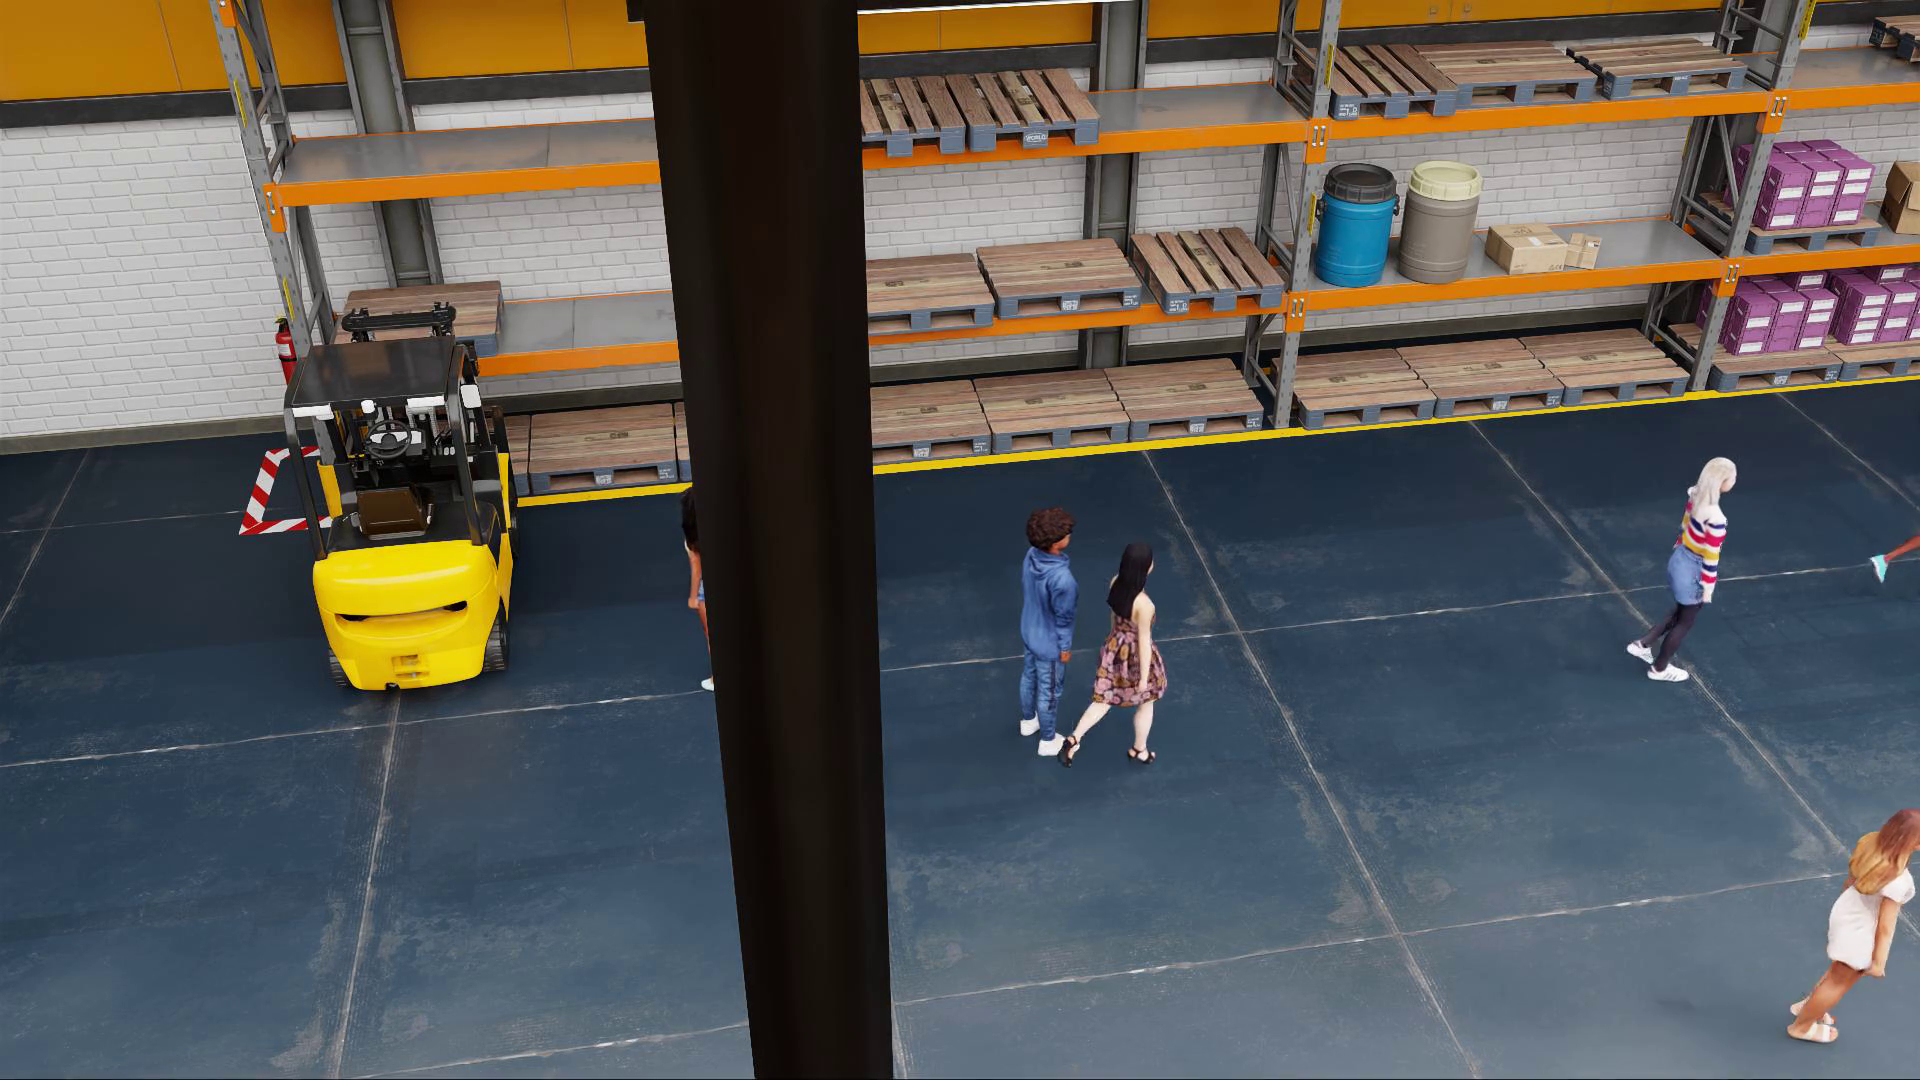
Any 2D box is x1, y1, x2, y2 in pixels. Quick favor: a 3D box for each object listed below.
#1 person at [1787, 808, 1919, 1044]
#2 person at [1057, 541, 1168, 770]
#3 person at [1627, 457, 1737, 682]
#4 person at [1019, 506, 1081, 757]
[{"bbox_3d":[4.591,2.019,8.666,0.684,1.679,0.674,4,34,6],"label":"person"},{"bbox_3d":[0.979,0.802,10.432,1.097,1.749,0.852,-16,37,-23],"label":"person"},{"bbox_3d":[4.872,0.210,11.279,0.771,1.798,0.739,2,34,3],"label":"person"},{"bbox_3d":[0.557,0.578,10.714,0.655,1.811,0.725,-14,36,-20],"label":"person"}]
